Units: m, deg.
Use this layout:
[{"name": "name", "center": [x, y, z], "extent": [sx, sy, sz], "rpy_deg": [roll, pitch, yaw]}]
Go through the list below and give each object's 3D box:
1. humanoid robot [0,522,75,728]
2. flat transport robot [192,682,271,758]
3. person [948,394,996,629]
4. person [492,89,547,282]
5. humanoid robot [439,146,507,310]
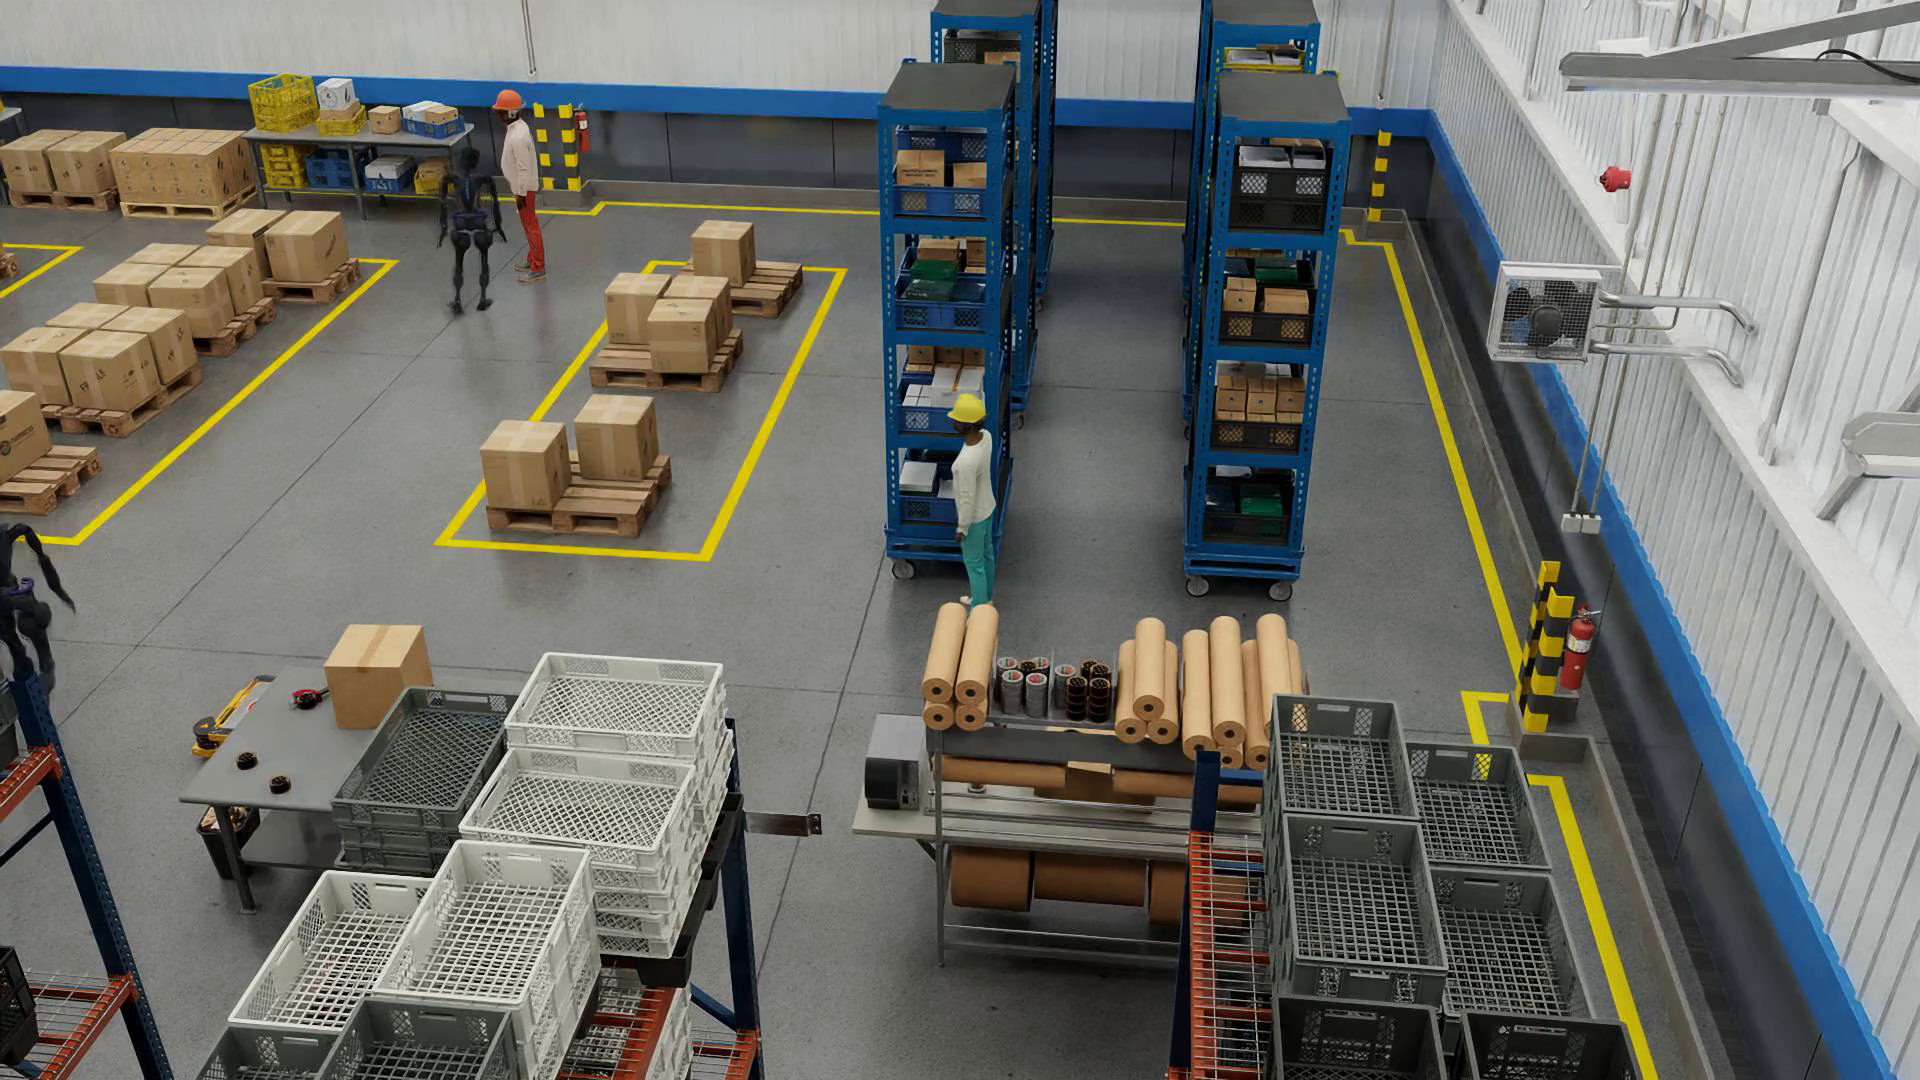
[{"name": "humanoid robot", "center": [-6.010, 0.437, 10.547], "extent": [0.582, 1.638, 0.654], "rpy_deg": [-7, 31, -12]}, {"name": "flat transport robot", "center": [-4.089, 1.163, 10.648], "extent": [1.431, 0.197, 0.652], "rpy_deg": [3, 30, 6]}, {"name": "person", "center": [0.076, -0.194, 11.516], "extent": [0.322, 1.769, 0.523], "rpy_deg": [9, 31, 15]}, {"name": "person", "center": [-4.562, -3.687, 17.290], "extent": [0.376, 1.997, 0.610], "rpy_deg": [-8, 31, -14]}, {"name": "humanoid robot", "center": [-4.896, -3.126, 16.656], "extent": [0.657, 1.622, 0.417], "rpy_deg": [-7, 31, -11]}]
